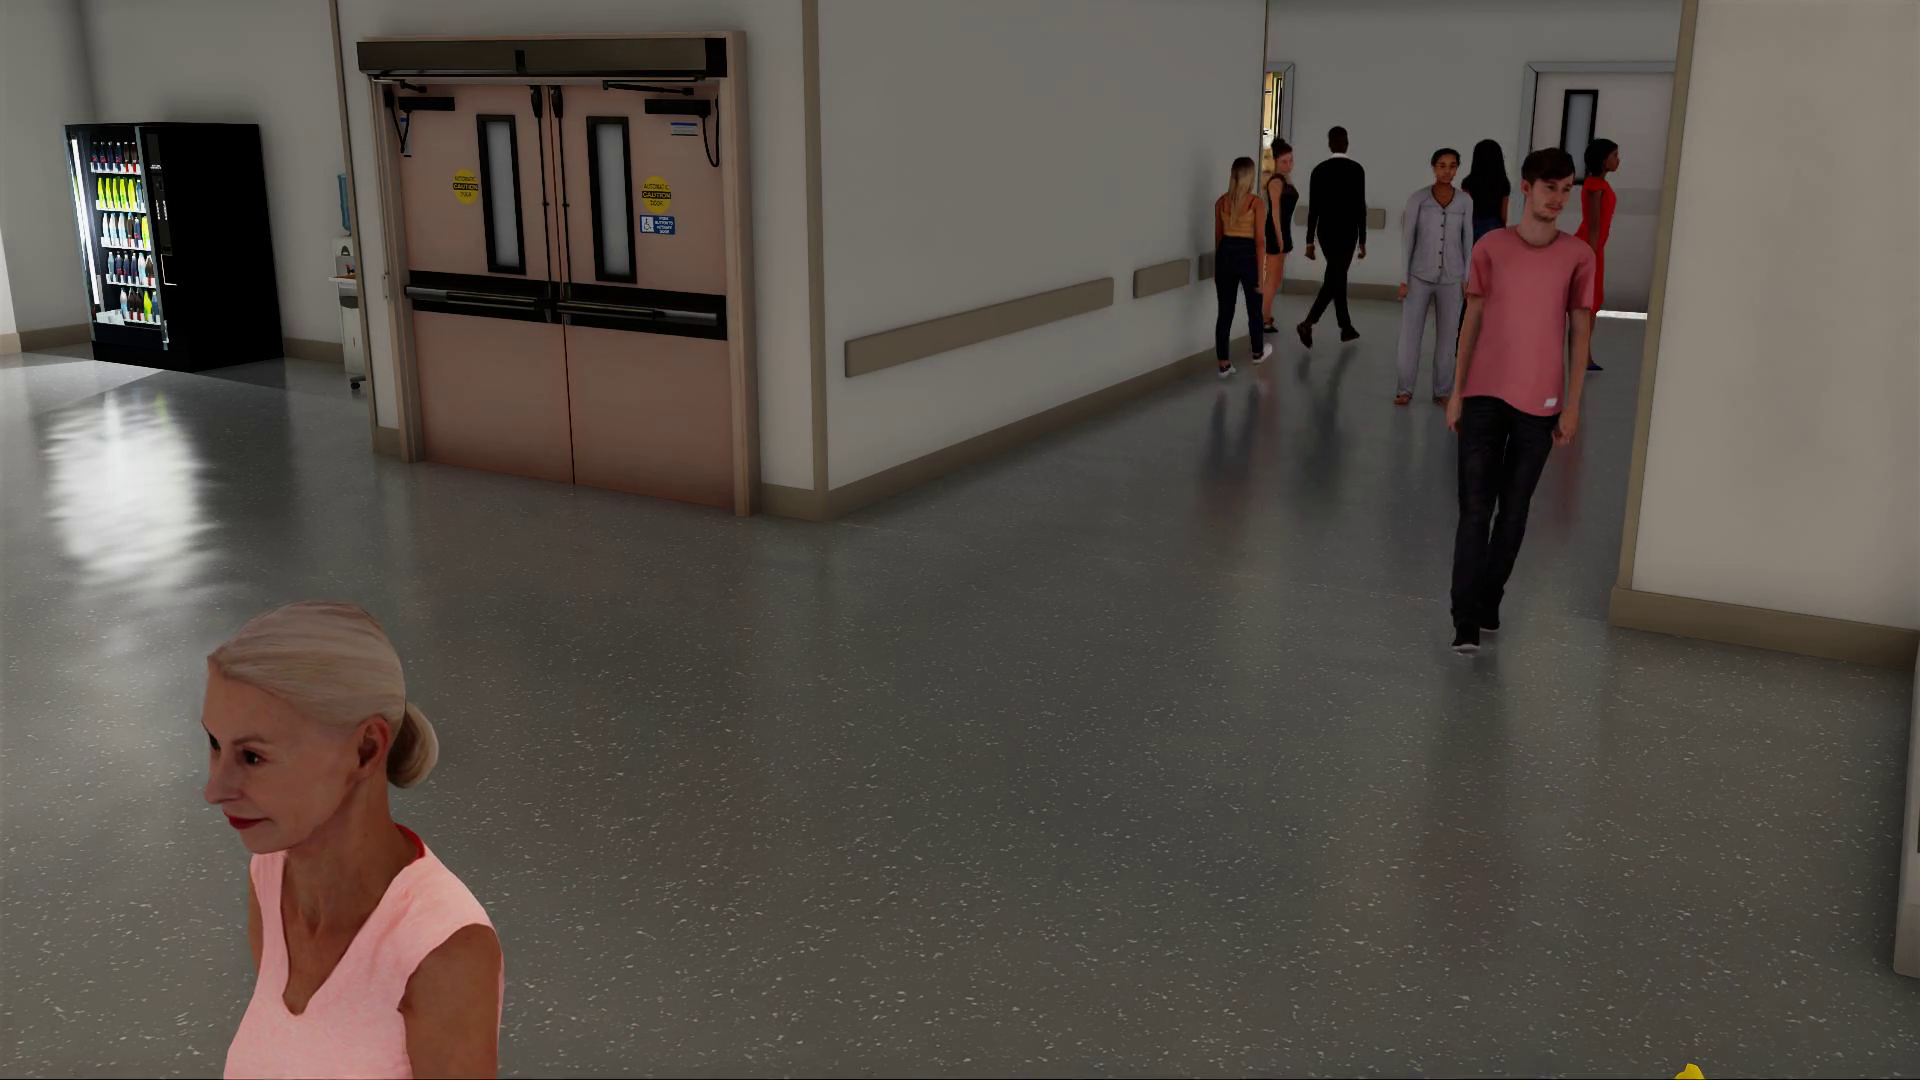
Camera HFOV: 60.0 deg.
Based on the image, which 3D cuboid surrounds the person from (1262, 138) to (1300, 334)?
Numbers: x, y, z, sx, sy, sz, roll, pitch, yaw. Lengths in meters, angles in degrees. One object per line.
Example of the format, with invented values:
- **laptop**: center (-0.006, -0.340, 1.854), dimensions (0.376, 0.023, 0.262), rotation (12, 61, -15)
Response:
- **person**: center (2.747, -2.652, 14.545), dimensions (0.633, 1.661, 0.802), rotation (3, 16, 10)

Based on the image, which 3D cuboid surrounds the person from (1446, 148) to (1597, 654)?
- **person**: center (2.185, -0.540, 6.567), dimensions (1.103, 1.924, 0.912), rotation (4, 16, 15)

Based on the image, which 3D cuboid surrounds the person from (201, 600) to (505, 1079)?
- **person**: center (-0.633, 0.879, 1.908), dimensions (0.491, 1.721, 0.640), rotation (13, 20, 39)

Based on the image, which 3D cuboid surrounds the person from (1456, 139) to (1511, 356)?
- **person**: center (4.049, -2.204, 12.880), dimensions (0.898, 1.702, 0.857), rotation (1, 16, 2)

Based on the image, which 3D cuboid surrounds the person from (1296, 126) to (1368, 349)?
- **person**: center (3.039, -2.438, 13.596), dimensions (1.179, 1.764, 0.859), rotation (14, 21, 41)

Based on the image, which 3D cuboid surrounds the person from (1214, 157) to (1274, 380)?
- **person**: center (2.017, -1.977, 12.265), dimensions (0.936, 1.599, 0.643), rotation (9, 18, 29)

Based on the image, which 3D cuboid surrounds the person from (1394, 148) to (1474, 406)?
- **person**: center (3.241, -1.807, 11.411), dimensions (0.622, 1.735, 0.767), rotation (2, 16, 9)
